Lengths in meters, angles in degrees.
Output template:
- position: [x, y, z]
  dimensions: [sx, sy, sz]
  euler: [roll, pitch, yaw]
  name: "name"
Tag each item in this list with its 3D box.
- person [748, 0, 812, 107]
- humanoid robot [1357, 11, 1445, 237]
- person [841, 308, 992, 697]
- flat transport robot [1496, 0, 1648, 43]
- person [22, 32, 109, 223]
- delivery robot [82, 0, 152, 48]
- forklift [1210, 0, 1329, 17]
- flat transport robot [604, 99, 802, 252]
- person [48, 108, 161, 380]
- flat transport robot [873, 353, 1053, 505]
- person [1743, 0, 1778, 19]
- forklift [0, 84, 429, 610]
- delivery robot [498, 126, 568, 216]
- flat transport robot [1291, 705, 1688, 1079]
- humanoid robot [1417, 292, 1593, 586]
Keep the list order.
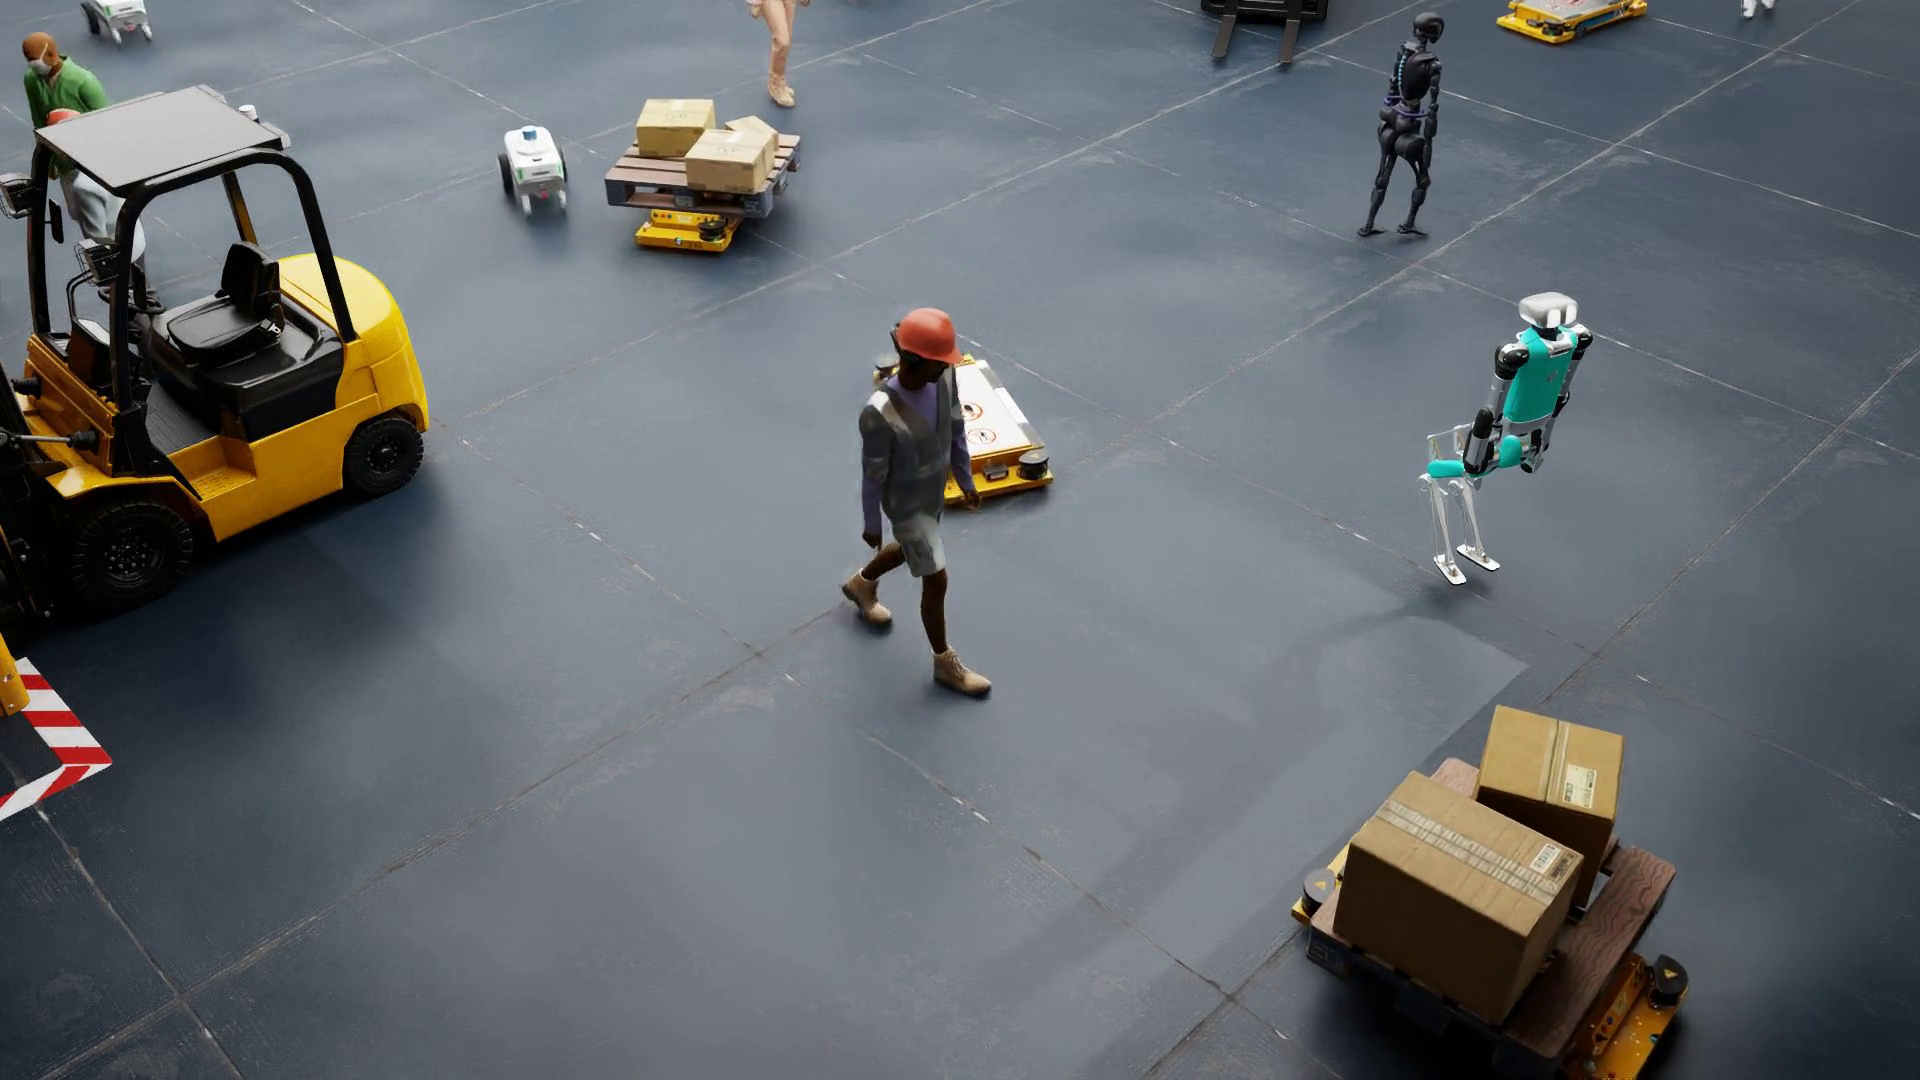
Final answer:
- position: [-1.473, -4.478, 13.746]
  dimensions: [0.591, 1.753, 0.591]
  euler: [26, 44, 30]
  name: "person"
- position: [3.157, -2.922, 11.738]
  dimensions: [0.478, 1.645, 0.589]
  euler: [-13, 39, -17]
  name: "humanoid robot"
- position: [-0.252, -0.238, 7.889]
  dimensions: [0.990, 1.992, 0.594]
  euler: [21, 42, 26]
  name: "person"
- position: [5.788, -4.998, 15.686]
  dimensions: [1.431, 0.231, 0.659]
  euler: [-25, 43, -29]
  name: "flat transport robot"
- position: [-5.866, -2.591, 11.216]
  dimensions: [0.591, 1.759, 0.566]
  euler: [5, 37, 7]
  name: "person"
- position: [-7.774, -4.902, 15.334]
  dimensions: [0.499, 0.612, 0.816]
  euler: [-25, 43, -29]
  name: "delivery robot"
- position: [3.106, -6.400, 15.960]
  dimensions: [1.214, 2.155, 2.313]
  euler: [8, 37, 10]
  name: "forklift"
- position: [-1.884, -2.572, 12.439]
  dimensions: [0.659, 0.231, 1.431]
  euler: [7, 37, 9]
  name: "flat transport robot"
- position: [-5.188, -1.803, 10.182]
  dimensions: [0.350, 1.739, 0.568]
  euler: [-3, 37, -4]
  name: "person"
- position: [-0.006, -0.717, 9.957]
  dimensions: [0.659, 0.231, 1.431]
  euler: [-12, 38, -15]
  name: "flat transport robot"
- position: [7.624, -5.708, 15.524]
  dimensions: [0.518, 1.600, 0.618]
  euler: [7, 37, 9]
  name: "person"
- position: [-4.145, -1.093, 8.856]
  dimensions: [2.313, 2.155, 1.214]
  euler: [-31, 47, -34]
  name: "forklift"
- position: [-3.207, -2.827, 12.541]
  dimensions: [0.499, 0.593, 0.795]
  euler: [-12, 39, -16]
  name: "delivery robot"
- position: [2.140, 1.656, 6.780]
  dimensions: [1.431, 0.231, 0.659]
  euler: [27, 44, 31]
  name: "flat transport robot"
- position: [2.660, -0.575, 8.429]
  dimensions: [0.533, 1.677, 0.735]
  euler: [-17, 40, -21]
  name: "humanoid robot"
